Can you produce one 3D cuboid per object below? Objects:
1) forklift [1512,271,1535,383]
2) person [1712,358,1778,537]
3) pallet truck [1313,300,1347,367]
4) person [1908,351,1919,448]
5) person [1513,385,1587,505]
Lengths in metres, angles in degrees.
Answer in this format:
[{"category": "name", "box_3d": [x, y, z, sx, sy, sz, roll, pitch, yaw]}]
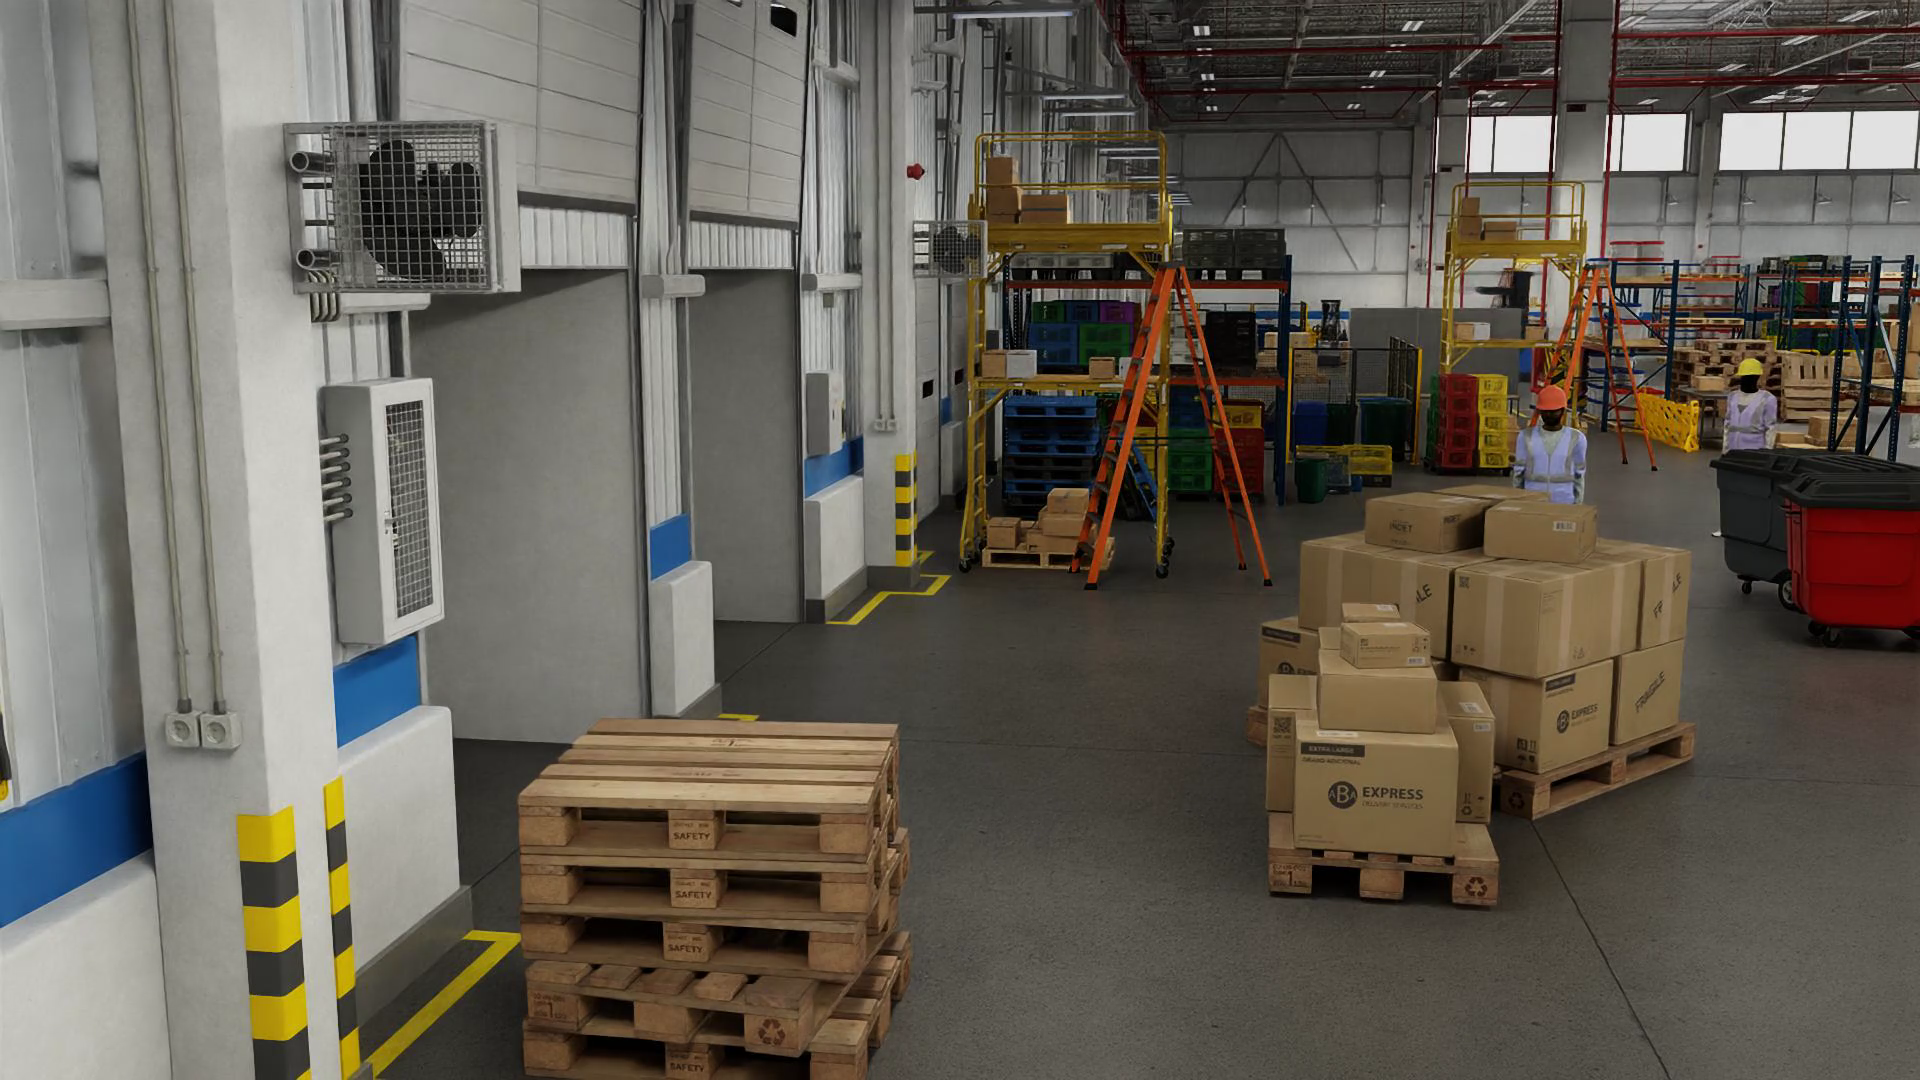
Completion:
[{"category": "forklift", "box_3d": [13.973, -5.308, 41.502, 1.873, 2.768, 1.129, 1, 9, 9]}, {"category": "person", "box_3d": [8.299, -0.951, 17.560, 0.374, 1.928, 0.584, -5, 10, -28]}, {"category": "pallet truck", "box_3d": [11.159, -6.200, 49.718, 0.823, 1.965, 1.885, 4, 10, 26]}, {"category": "person", "box_3d": [15.510, -2.341, 26.734, 0.325, 1.736, 0.487, 5, 10, 26]}, {"category": "person", "box_3d": [4.726, -0.278, 13.380, 0.550, 1.935, 0.375, 4, 10, 23]}]
